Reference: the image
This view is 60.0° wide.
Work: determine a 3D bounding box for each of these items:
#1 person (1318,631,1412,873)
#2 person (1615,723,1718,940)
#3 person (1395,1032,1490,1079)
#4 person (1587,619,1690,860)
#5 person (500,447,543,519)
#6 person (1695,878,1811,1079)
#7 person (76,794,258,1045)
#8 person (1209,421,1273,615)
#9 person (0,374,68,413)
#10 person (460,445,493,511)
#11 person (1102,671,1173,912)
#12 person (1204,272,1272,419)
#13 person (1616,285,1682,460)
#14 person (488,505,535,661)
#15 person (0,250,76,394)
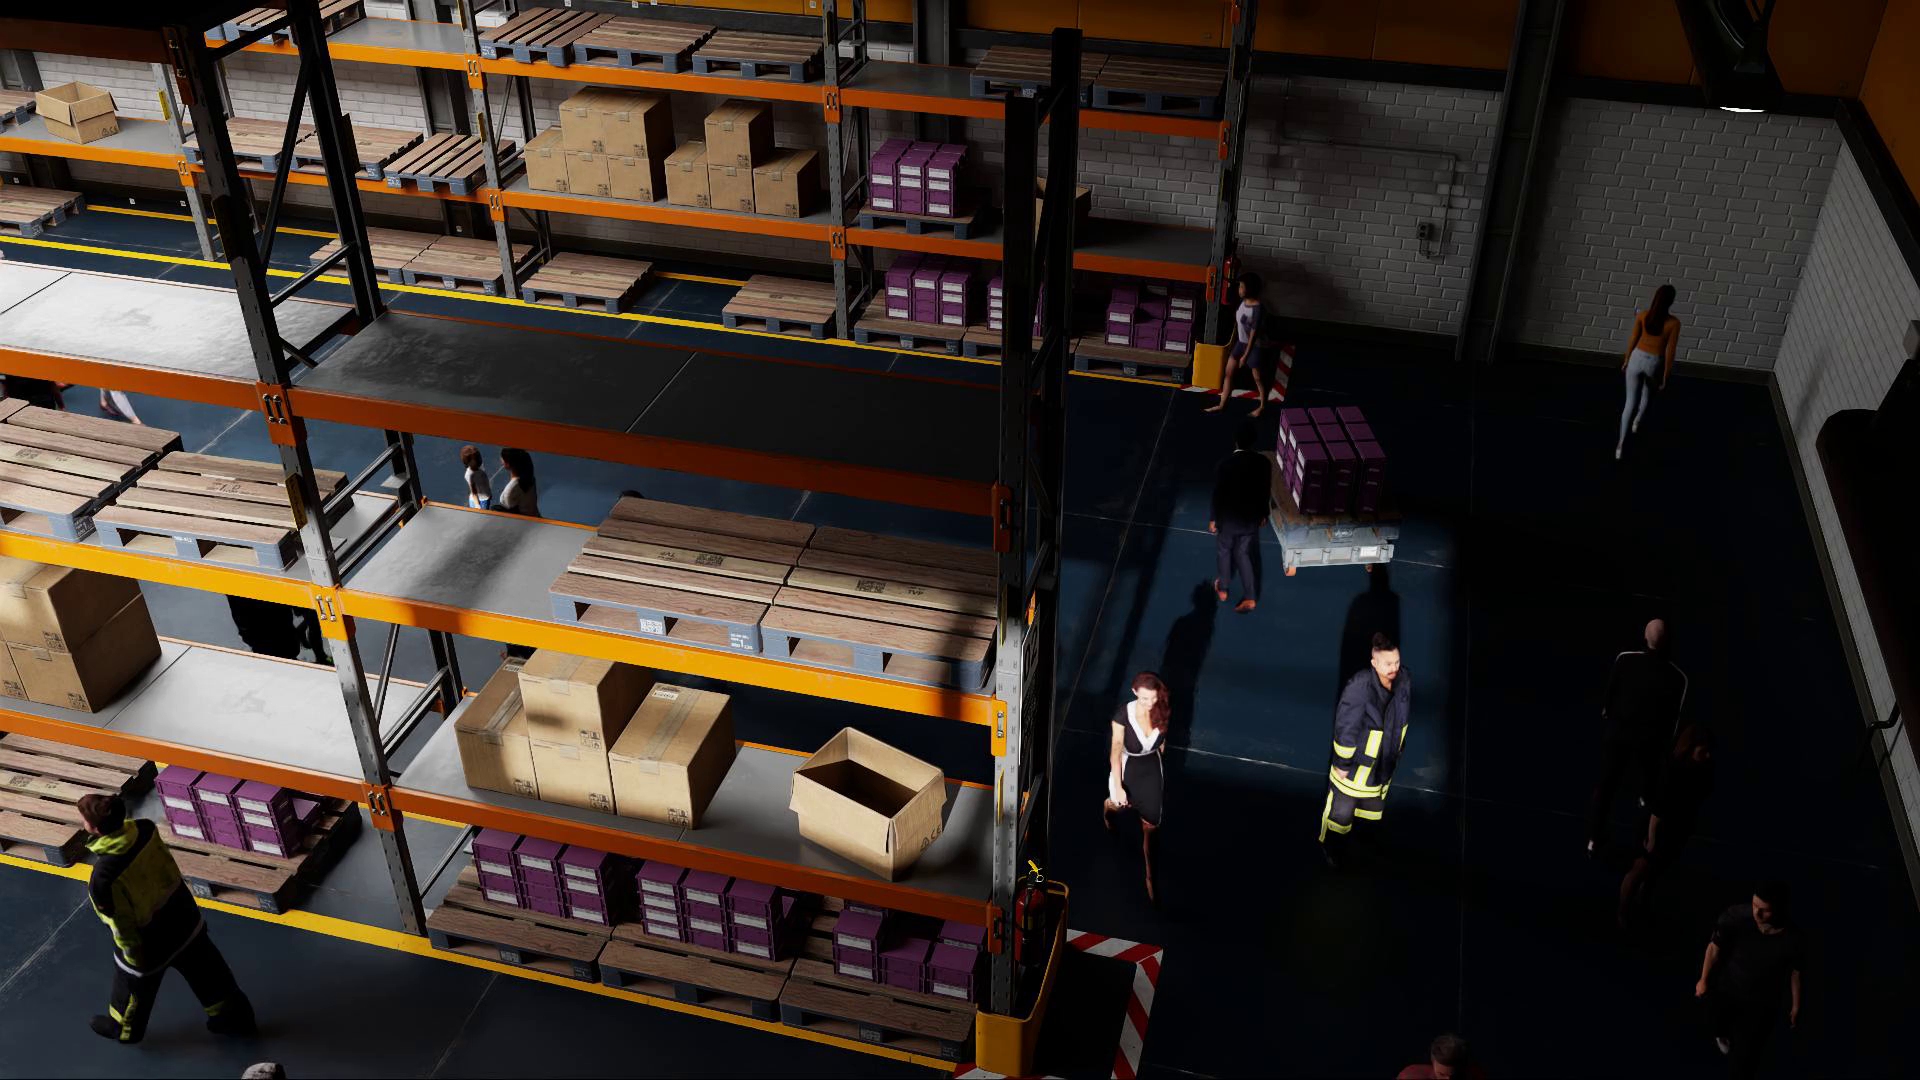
[{"bbox_3d":[2.735,1.384,11.159,0.863,1.859,0.936,-15,36,-21],"label":"person"},{"bbox_3d":[4.512,1.841,10.611,0.641,1.705,0.715,-16,37,-22],"label":"person"},{"bbox_3d":[2.383,3.111,8.638,1.232,1.773,0.907,0,34,1],"label":"person"},{"bbox_3d":[4.501,1.400,11.207,1.217,1.779,1.064,24,41,32],"label":"person"},{"bbox_3d":[-3.450,-0.040,13.529,1.116,1.607,0.647,12,35,17],"label":"person"},{"bbox_3d":[4.523,2.536,9.538,1.027,1.735,0.981,17,37,24],"label":"person"},{"bbox_3d":[-4.646,2.264,9.764,1.206,1.937,0.830,5,34,8],"label":"person"},{"bbox_3d":[2.295,-0.119,13.566,1.028,1.697,0.994,-9,35,-13],"label":"person"},{"bbox_3d":[-8.345,-1.119,15.071,1.172,1.697,0.945,26,42,33],"label":"person"},{"bbox_3d":[-4.211,-0.385,14.579,0.446,1.019,0.435,5,34,7],"label":"person"},{"bbox_3d":[1.116,1.530,11.036,1.120,1.751,1.027,-10,35,-15],"label":"person"},{"bbox_3d":[2.949,-1.917,16.417,0.967,1.535,0.851,-13,36,-19],"label":"person"},{"bbox_3d":[6.464,-1.565,15.739,1.169,1.701,0.873,18,38,25],"label":"person"},{"bbox_3d":[-3.352,0.494,12.752,0.966,1.577,0.847,20,39,28],"label":"person"},{"bbox_3d":[-9.720,-2.282,16.707,1.319,1.823,0.887,16,37,23],"label":"person"}]
